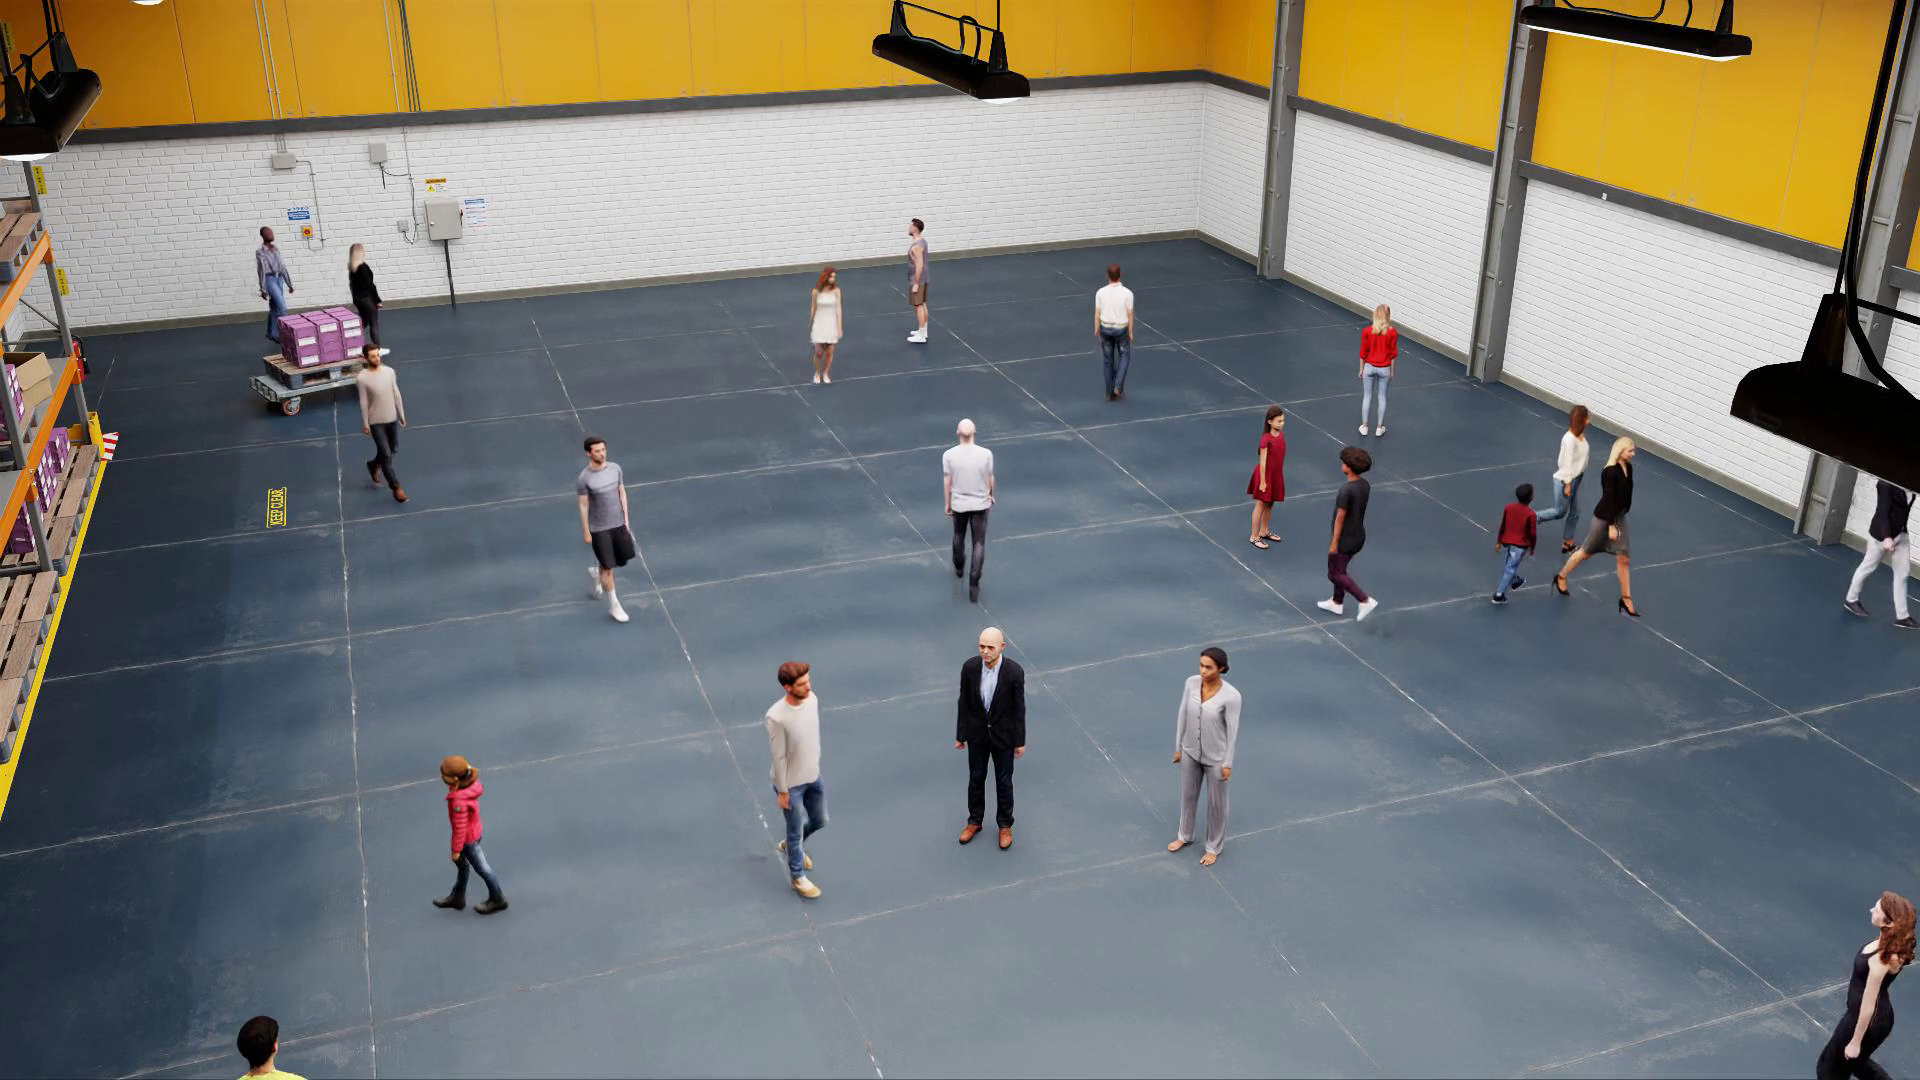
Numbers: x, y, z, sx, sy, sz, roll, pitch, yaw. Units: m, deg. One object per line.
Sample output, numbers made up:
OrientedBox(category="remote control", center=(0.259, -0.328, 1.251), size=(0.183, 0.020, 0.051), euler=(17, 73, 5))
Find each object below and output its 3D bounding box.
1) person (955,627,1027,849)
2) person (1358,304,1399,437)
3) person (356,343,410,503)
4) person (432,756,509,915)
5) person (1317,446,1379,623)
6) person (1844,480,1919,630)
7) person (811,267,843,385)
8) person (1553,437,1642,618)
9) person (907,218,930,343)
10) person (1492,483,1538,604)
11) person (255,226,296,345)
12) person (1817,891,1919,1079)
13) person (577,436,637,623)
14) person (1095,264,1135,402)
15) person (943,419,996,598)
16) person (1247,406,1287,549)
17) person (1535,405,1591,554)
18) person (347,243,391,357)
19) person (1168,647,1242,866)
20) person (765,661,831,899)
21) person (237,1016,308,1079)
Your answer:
OrientedBox(category="person", center=(0.238, 1.473, 12.616), size=(0.779, 1.800, 0.788), euler=(6, 24, 13))
OrientedBox(category="person", center=(5.270, -2.151, 21.026), size=(0.689, 1.704, 0.704), euler=(6, 24, 14))
OrientedBox(category="person", center=(-6.668, -1.374, 19.076), size=(1.216, 1.843, 1.018), euler=(18, 30, 36))
OrientedBox(category="person", center=(-3.414, 2.097, 11.816), size=(0.661, 1.297, 0.717), euler=(-5, 24, -11))
OrientedBox(category="person", center=(3.806, -0.027, 16.089), size=(1.021, 1.766, 0.911), euler=(17, 29, 33))
OrientedBox(category="person", center=(8.928, -0.078, 16.155), size=(0.647, 1.807, 1.026), euler=(-8, 25, -18))
OrientedBox(category="person", center=(-1.877, -2.952, 22.904), size=(0.633, 1.668, 0.697), euler=(1, 24, 3))
OrientedBox(category="person", center=(6.263, -0.150, 16.336), size=(0.876, 1.794, 1.231), euler=(-20, 30, -38))
OrientedBox(category="person", center=(-0.617, -3.869, 24.712), size=(0.793, 1.845, 0.674), euler=(5, 24, 11))
OrientedBox(category="person", center=(5.499, 0.056, 16.573), size=(0.764, 1.227, 0.879), euler=(-19, 30, -37))
OrientedBox(category="person", center=(-10.226, -3.739, 24.574), size=(0.985, 1.771, 0.974), euler=(5, 24, 11))
OrientedBox(category="person", center=(5.338, 2.818, 9.625), size=(1.011, 1.732, 0.899), euler=(14, 27, 29))
OrientedBox(category="person", center=(-3.514, -0.160, 16.285), size=(0.899, 1.853, 1.102), euler=(-20, 31, -38))
OrientedBox(category="person", center=(2.042, -2.744, 22.207), size=(0.807, 1.845, 0.830), euler=(6, 24, 13))
OrientedBox(category="person", center=(0.108, -0.304, 16.680), size=(0.968, 1.800, 1.180), euler=(2, 24, 5))
OrientedBox(category="person", center=(3.324, -0.701, 17.897), size=(0.720, 1.553, 0.660), euler=(20, 30, 38))
OrientedBox(category="person", center=(6.352, -0.635, 17.617), size=(1.071, 1.657, 0.938), euler=(16, 28, 32))
OrientedBox(category="person", center=(-8.643, -3.423, 23.977), size=(0.873, 1.672, 0.907), euler=(18, 29, 35))
OrientedBox(category="person", center=(1.847, 1.580, 12.449), size=(0.672, 1.737, 0.777), euler=(16, 28, 33))
OrientedBox(category="person", center=(-1.243, 1.691, 12.004), size=(0.891, 1.891, 0.834), euler=(18, 29, 35))
OrientedBox(category="person", center=(-3.541, 3.295, 8.622), size=(0.794, 1.660, 1.177), euler=(-3, 24, -7))
